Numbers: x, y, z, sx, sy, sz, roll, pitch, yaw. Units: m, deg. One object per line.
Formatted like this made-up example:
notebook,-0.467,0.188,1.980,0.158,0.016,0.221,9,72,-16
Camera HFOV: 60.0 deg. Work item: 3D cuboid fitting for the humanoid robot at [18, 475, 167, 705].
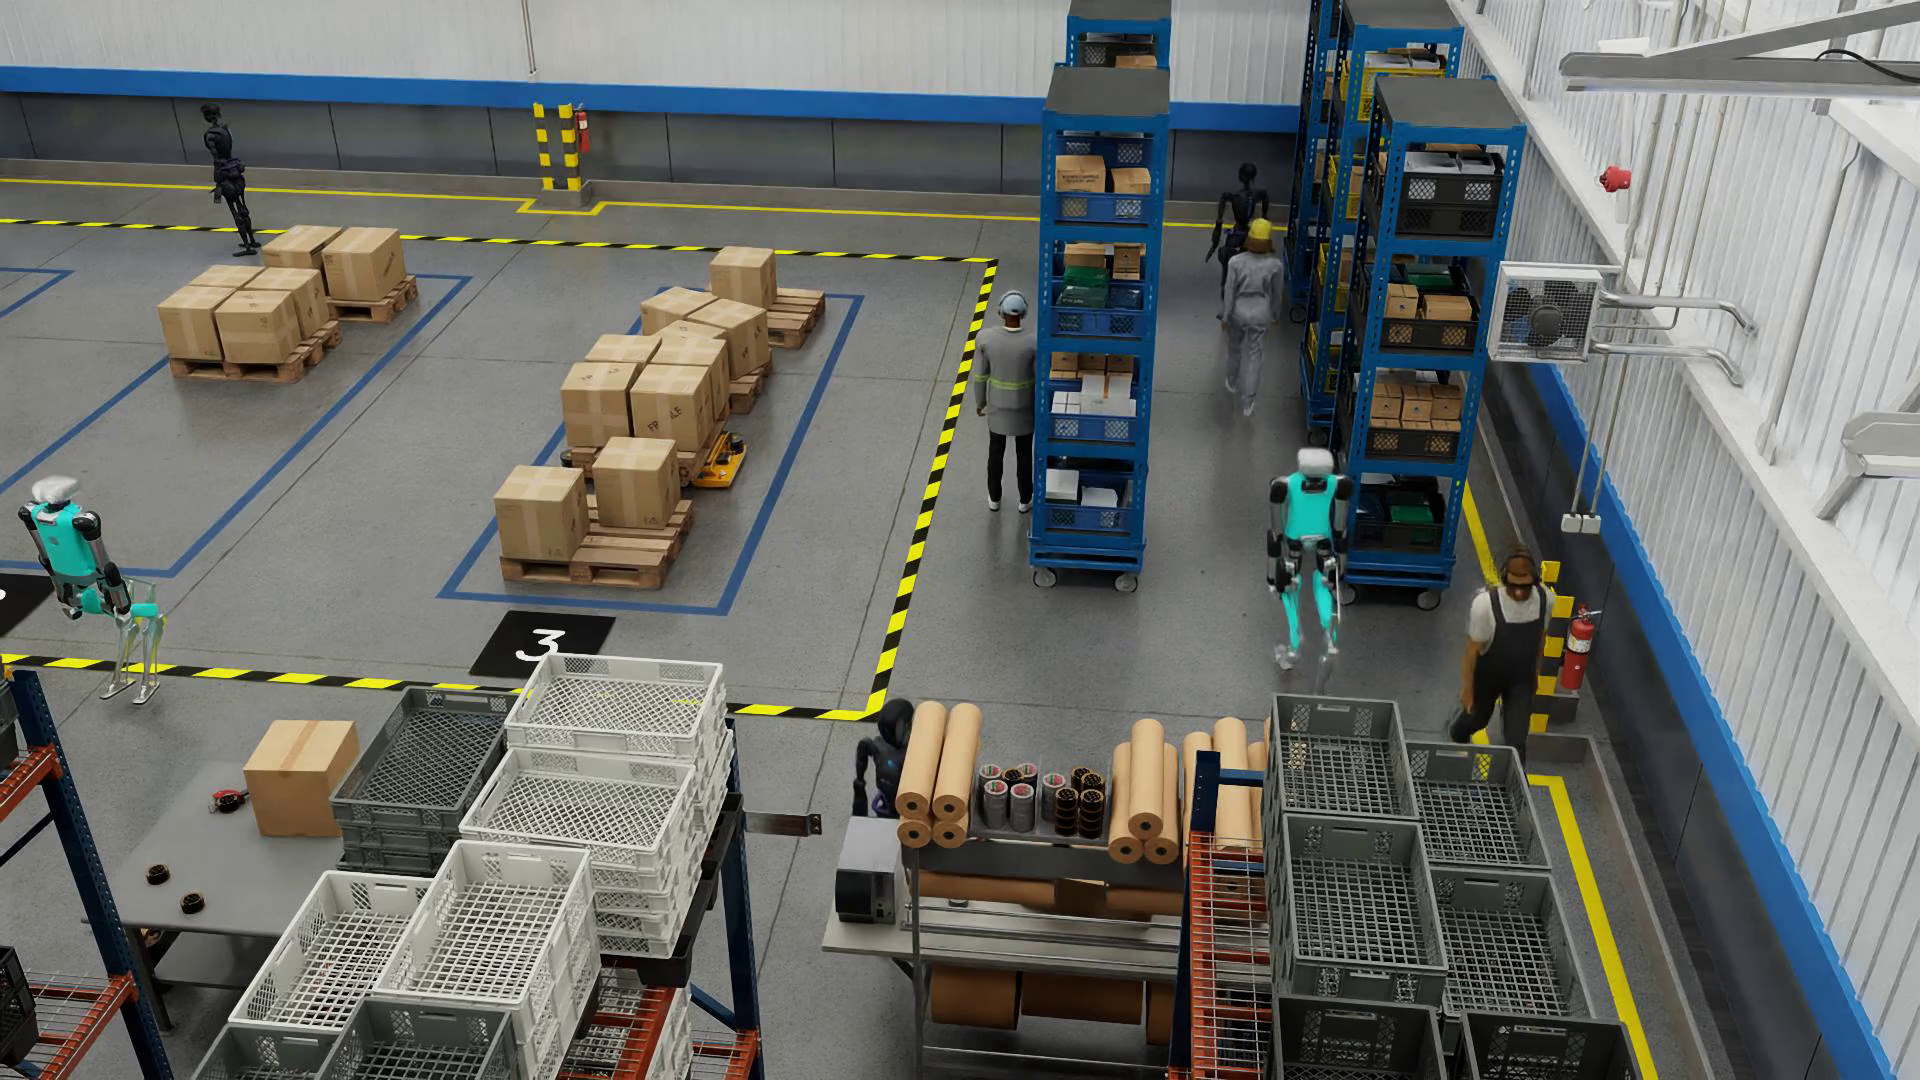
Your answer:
humanoid robot,-5.429,0.256,10.645,0.533,1.673,0.735,8,31,14

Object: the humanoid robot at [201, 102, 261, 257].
humanoid robot,-7.906,-3.900,17.961,0.315,1.654,0.599,-2,30,-4

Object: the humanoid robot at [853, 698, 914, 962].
humanoid robot,-0.270,1.527,8.685,0.598,1.656,0.409,14,33,22

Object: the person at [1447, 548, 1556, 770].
person,3.178,0.779,9.822,0.521,1.798,0.938,-3,30,-5

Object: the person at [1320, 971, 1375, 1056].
person,1.543,2.439,6.898,0.309,1.864,0.530,0,30,0

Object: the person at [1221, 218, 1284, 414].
person,2.576,-2.025,14.711,0.516,1.711,0.793,4,30,7

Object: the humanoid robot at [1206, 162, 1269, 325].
humanoid robot,2.733,-2.842,16.169,0.587,1.642,0.555,-8,31,-14

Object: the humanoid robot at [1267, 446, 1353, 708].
humanoid robot,2.262,0.324,10.672,0.531,1.740,0.983,-2,30,-3

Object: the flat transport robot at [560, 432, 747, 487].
flat transport robot,-2.554,-0.707,13.861,1.431,0.197,0.652,3,30,6

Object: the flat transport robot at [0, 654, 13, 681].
flat transport robot,-7.142,0.969,11.010,1.431,0.231,0.659,3,30,6

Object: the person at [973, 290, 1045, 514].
person,0.409,-1.079,12.953,0.598,1.851,0.384,6,31,10
